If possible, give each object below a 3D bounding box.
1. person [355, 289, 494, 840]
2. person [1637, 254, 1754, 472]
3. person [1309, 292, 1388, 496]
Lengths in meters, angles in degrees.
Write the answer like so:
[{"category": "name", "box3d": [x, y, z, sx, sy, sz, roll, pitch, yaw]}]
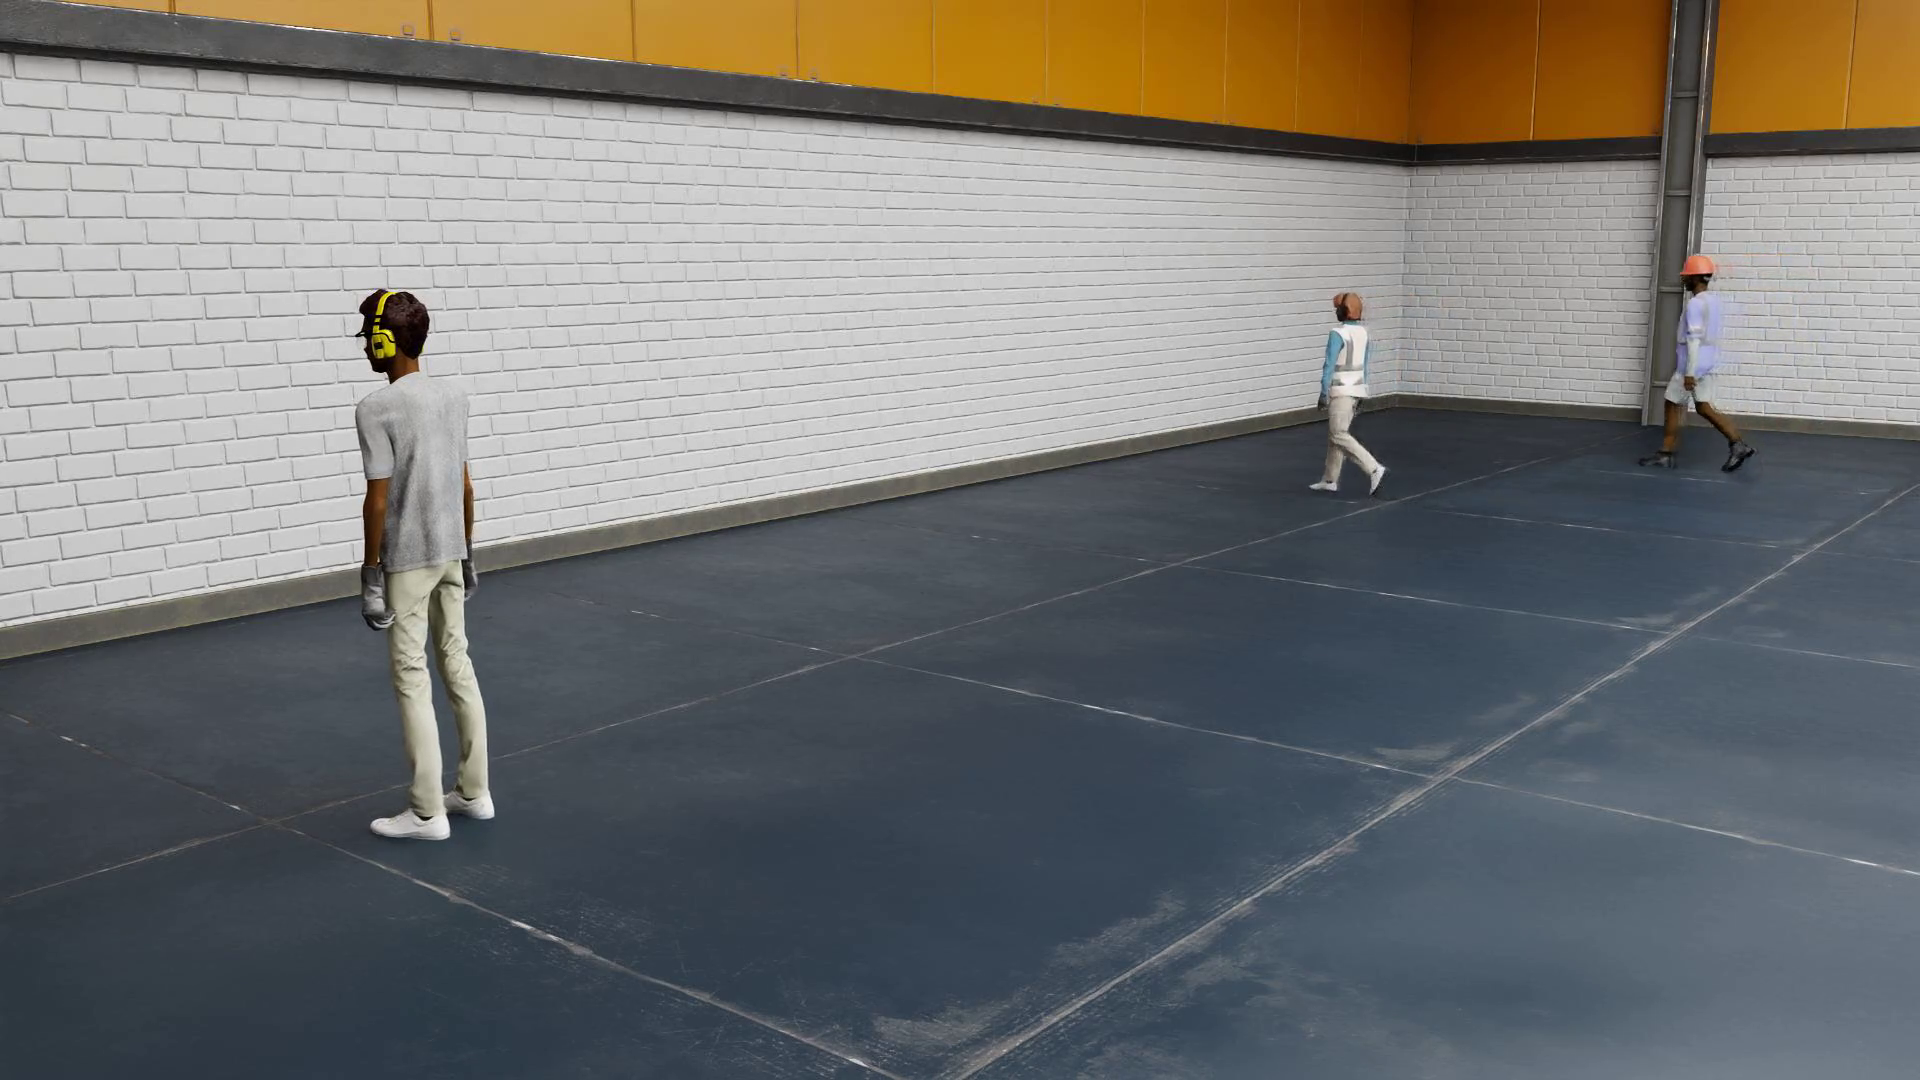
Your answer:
[{"category": "person", "box3d": [-1.833, 0.093, 5.659, 0.320, 1.855, 0.517, 5, 11, 25]}, {"category": "person", "box3d": [6.498, -1.537, 14.543, 0.555, 1.906, 0.912, -10, 14, -44]}, {"category": "person", "box3d": [3.100, -1.151, 13.185, 0.678, 1.617, 0.521, 8, 13, 39]}]
